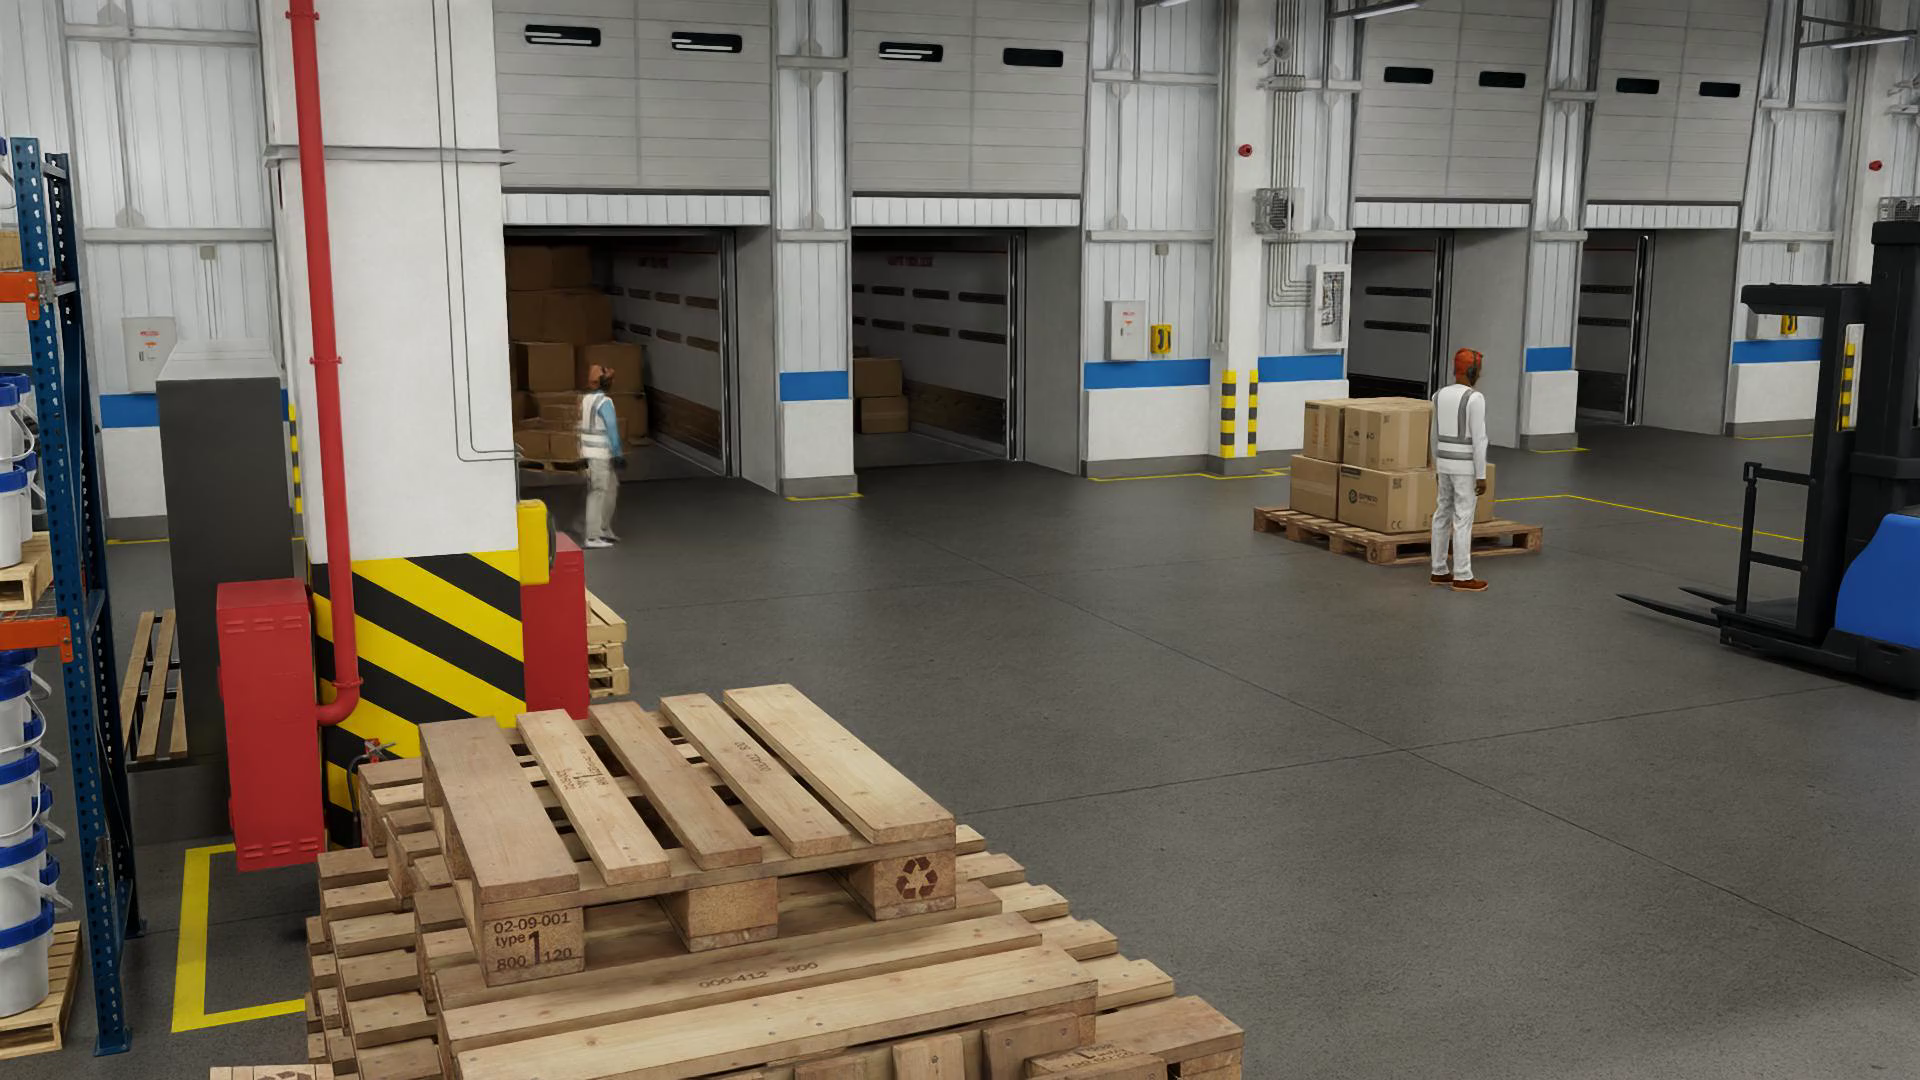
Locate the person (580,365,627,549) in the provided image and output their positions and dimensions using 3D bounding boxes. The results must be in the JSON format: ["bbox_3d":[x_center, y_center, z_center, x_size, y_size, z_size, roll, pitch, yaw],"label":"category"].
[{"bbox_3d":[-3.133,-0.730,14.695,0.537,1.623,0.534,-6,12,-29],"label":"person"}]

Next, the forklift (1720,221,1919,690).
[{"bbox_3d":[5.949,-0.550,10.218,1.129,2.768,1.873,-4,11,-23],"label":"forklift"}]

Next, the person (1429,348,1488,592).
[{"bbox_3d":[3.885,-0.542,12.917,0.356,1.887,0.573,-4,11,-23],"label":"person"}]
